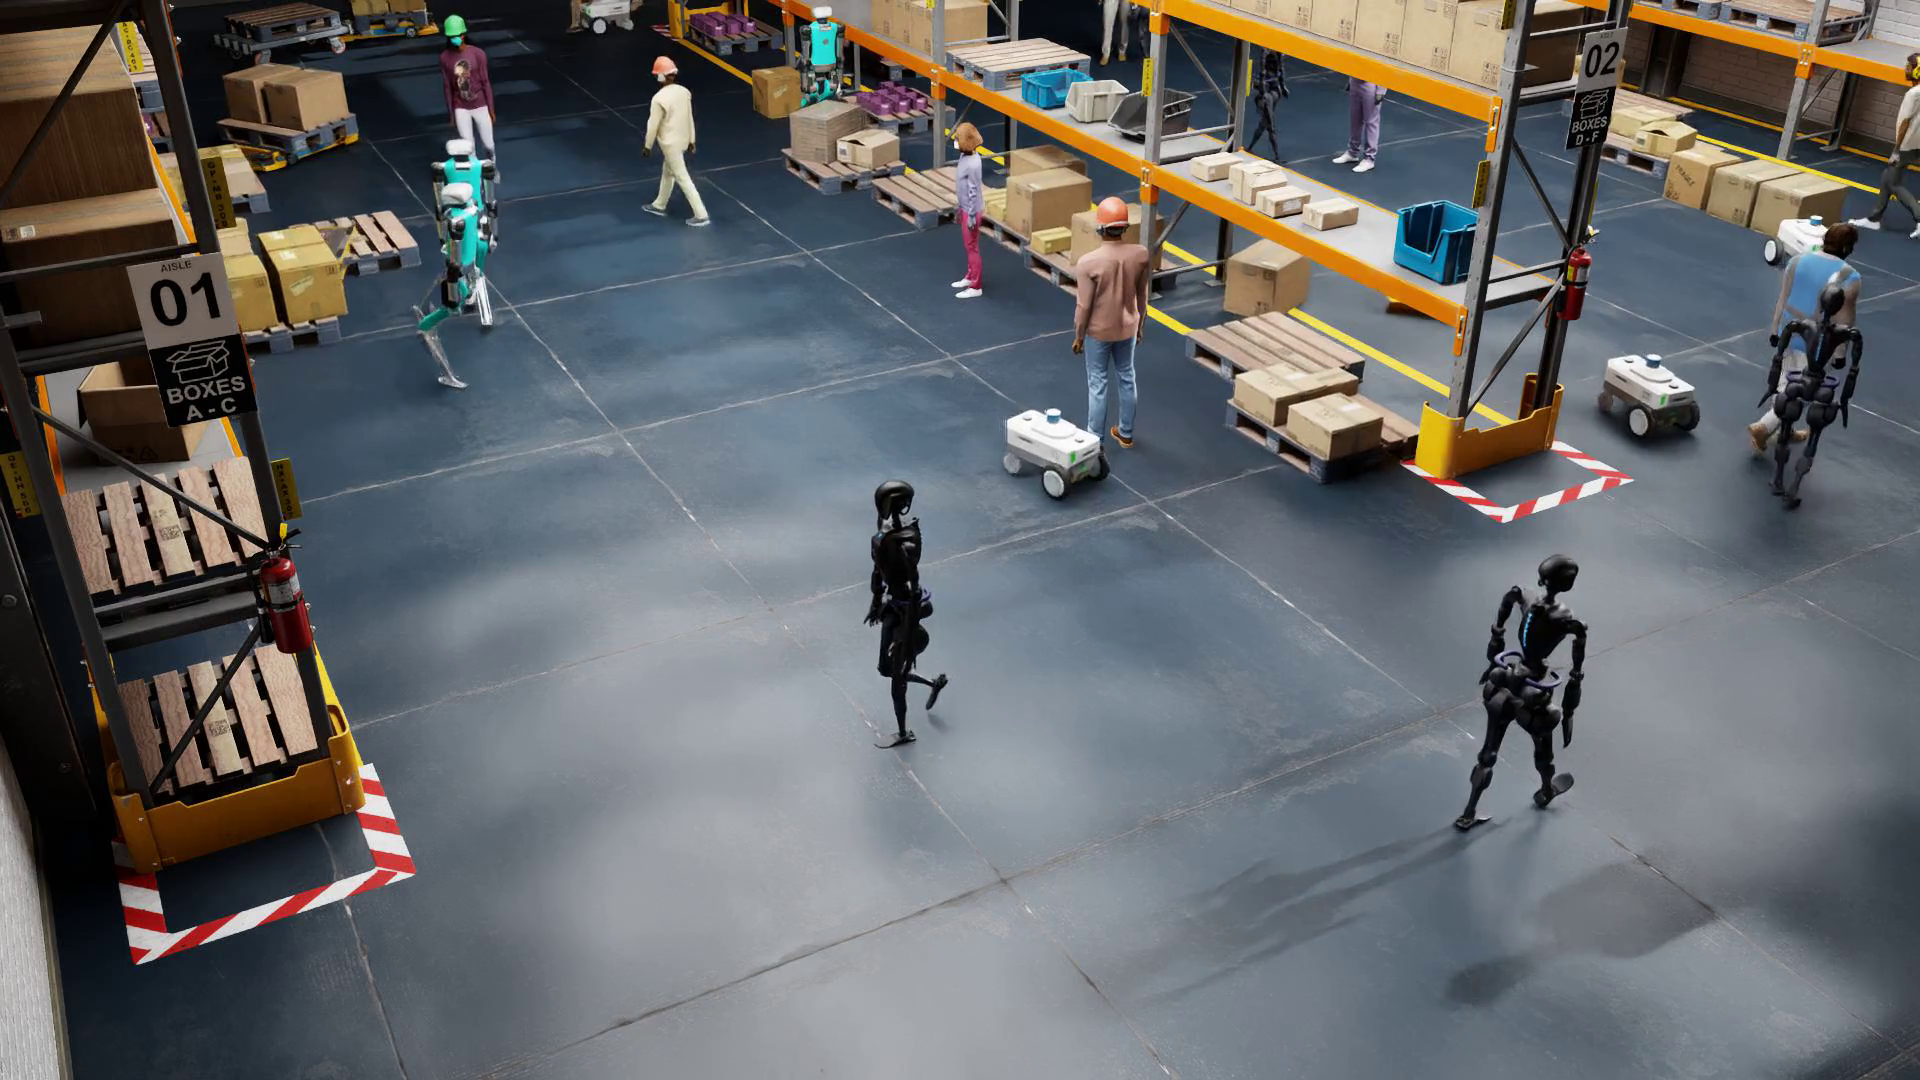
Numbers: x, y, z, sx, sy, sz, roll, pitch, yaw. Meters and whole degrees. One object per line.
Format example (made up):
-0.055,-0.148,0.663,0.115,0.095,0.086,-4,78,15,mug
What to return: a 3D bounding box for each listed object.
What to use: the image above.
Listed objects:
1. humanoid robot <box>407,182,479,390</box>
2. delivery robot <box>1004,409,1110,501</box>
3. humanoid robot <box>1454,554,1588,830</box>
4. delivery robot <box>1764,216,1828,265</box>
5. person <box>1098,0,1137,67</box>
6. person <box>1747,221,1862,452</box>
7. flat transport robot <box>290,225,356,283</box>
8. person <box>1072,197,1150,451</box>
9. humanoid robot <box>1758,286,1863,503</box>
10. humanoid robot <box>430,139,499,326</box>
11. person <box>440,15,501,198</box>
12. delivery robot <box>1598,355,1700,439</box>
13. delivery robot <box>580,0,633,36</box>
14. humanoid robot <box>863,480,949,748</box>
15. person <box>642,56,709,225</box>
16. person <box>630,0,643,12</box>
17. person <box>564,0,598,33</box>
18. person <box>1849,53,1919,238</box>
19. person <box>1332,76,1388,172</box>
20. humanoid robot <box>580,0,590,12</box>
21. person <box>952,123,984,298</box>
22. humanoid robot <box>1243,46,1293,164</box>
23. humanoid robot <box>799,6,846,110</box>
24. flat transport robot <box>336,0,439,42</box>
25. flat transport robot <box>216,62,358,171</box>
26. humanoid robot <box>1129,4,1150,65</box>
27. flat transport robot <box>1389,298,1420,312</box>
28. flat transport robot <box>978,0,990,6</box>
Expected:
-4.203,-1.995,13.436,0.808,1.802,0.558,-1,30,-2,humanoid robot
0.693,-0.673,12.296,0.801,0.597,0.499,26,39,38,delivery robot
2.986,0.758,8.708,0.744,1.633,0.604,-20,35,-30,humanoid robot
8.178,-2.836,16.053,0.525,0.587,0.741,-1,30,-2,delivery robot
2.163,-7.445,22.776,0.575,1.858,0.908,6,30,10,person
6.298,-1.487,12.450,0.643,1.815,0.645,-9,31,-15,person
-6.286,-2.746,16.190,0.659,0.231,1.431,-5,30,-8,flat transport robot
1.110,-1.584,12.437,0.610,1.994,0.390,-13,32,-21,person
6.022,-1.031,11.808,0.591,1.644,0.426,15,33,24,humanoid robot
-4.374,-2.777,14.808,0.553,1.735,1.062,-9,31,-16,humanoid robot
-5.255,-4.651,17.829,0.510,1.934,0.456,-4,30,-7,person
5.437,-1.179,13.167,0.499,0.587,0.767,-10,31,-17,delivery robot
-5.301,-7.842,24.789,0.794,0.609,0.499,-20,35,-31,delivery robot
-0.263,0.412,9.291,0.516,1.645,0.606,-12,32,-20,humanoid robot
-2.982,-4.108,17.118,0.885,1.702,0.558,11,32,18,person
-5.317,-9.078,25.675,0.513,1.811,0.634,-13,32,-22,person
-5.604,-8.320,24.432,0.714,1.711,0.607,-26,39,-37,person
9.575,-3.937,16.697,0.532,1.835,0.778,-23,37,-35,person
4.548,-5.103,18.651,0.402,1.908,0.641,-12,32,-20,person
-5.860,-8.892,25.485,0.601,1.640,0.405,-9,31,-15,humanoid robot
0.079,-3.040,15.341,0.278,1.628,0.503,-5,30,-8,person
3.598,-5.129,18.962,0.728,1.632,0.615,20,35,31,humanoid robot
-1.635,-5.283,18.998,0.533,1.677,0.735,-13,32,-21,humanoid robot
-8.502,-7.595,24.630,1.431,0.231,0.659,-12,32,-19,flat transport robot
-7.810,-4.615,19.444,0.659,0.231,1.431,14,33,23,flat transport robot
2.548,-7.426,22.931,0.361,1.636,0.601,7,31,12,humanoid robot
4.433,-2.490,15.744,0.659,0.231,1.431,7,31,13,flat transport robot
-0.296,-8.502,26.210,1.431,0.231,0.659,-13,32,-22,flat transport robot
